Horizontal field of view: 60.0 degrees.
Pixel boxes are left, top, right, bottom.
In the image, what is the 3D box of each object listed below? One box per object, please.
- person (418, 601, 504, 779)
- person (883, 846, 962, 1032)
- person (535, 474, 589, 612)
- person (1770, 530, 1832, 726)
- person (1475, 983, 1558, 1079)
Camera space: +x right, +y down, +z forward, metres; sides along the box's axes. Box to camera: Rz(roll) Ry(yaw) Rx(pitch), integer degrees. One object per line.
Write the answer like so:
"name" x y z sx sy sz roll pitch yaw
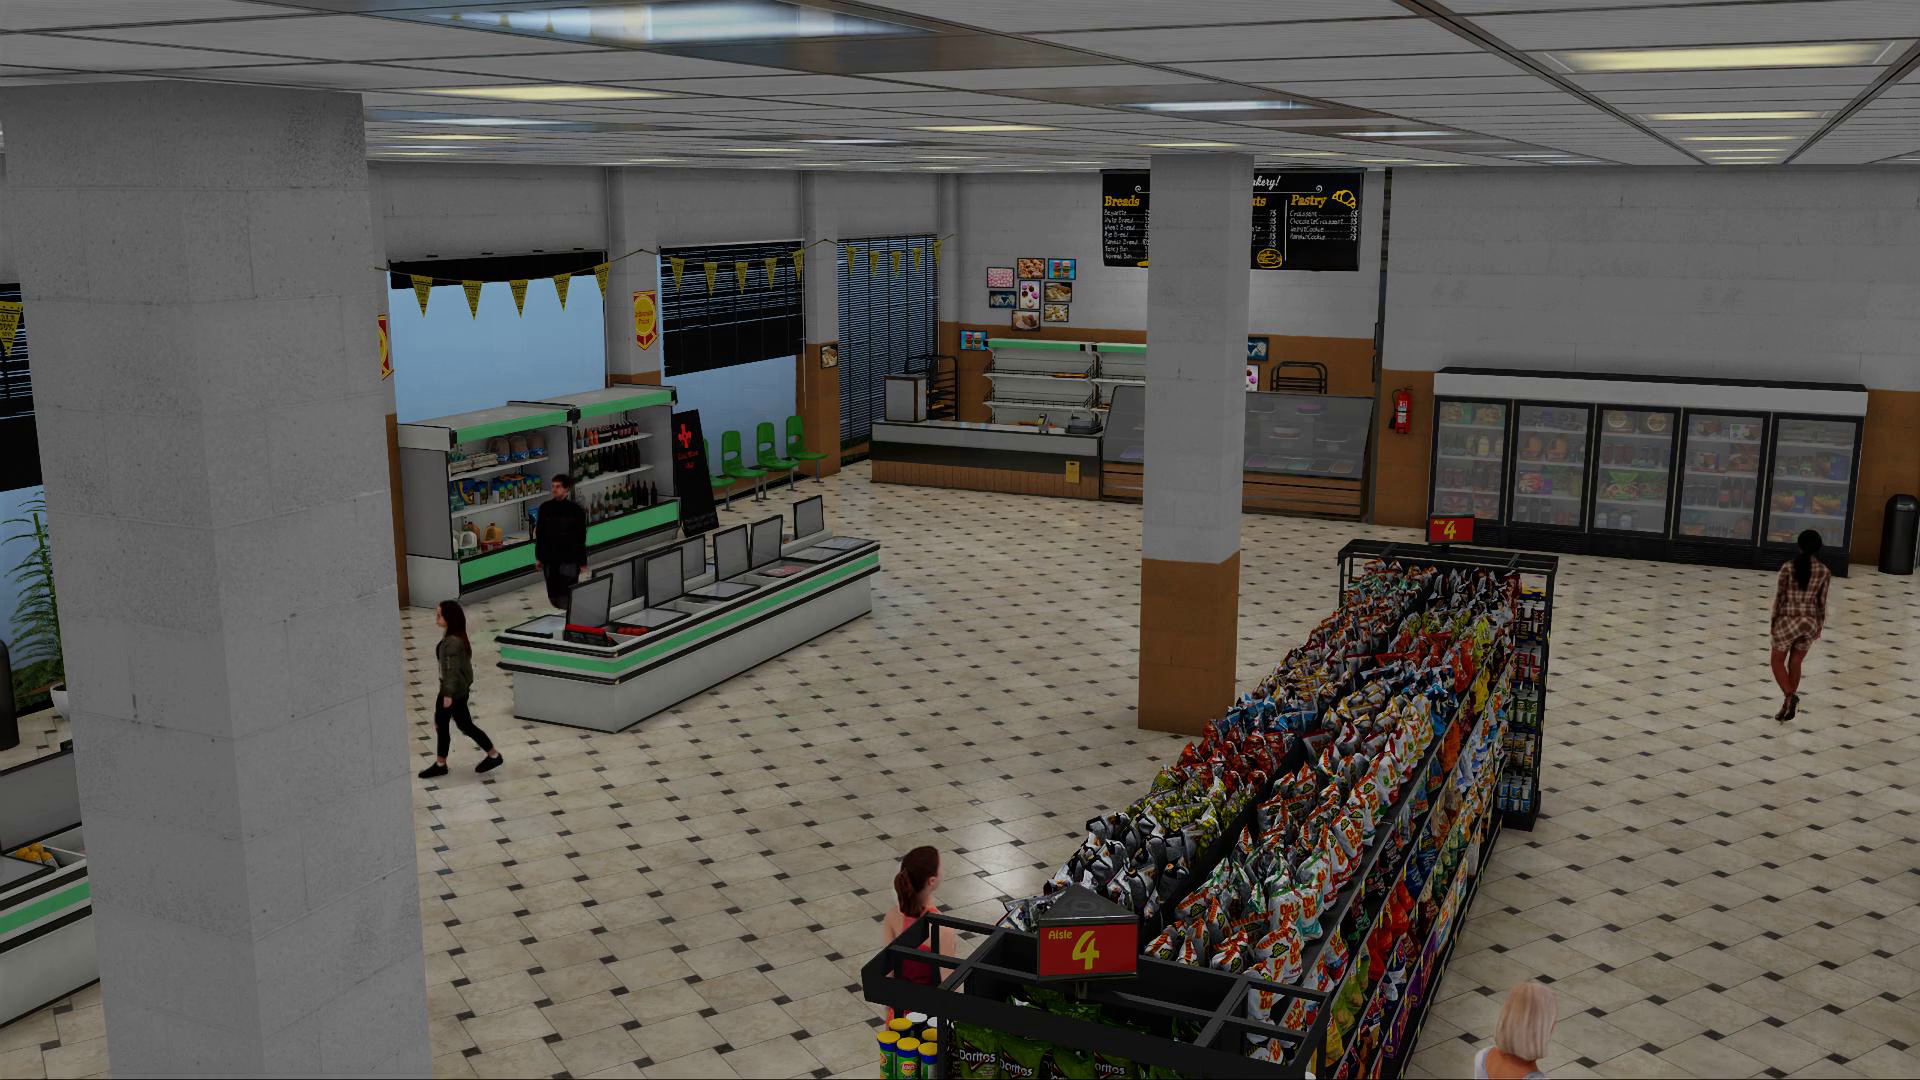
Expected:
"person" -4.008 1.214 13.441 0.987 1.458 0.907 -5 13 -22
"person" -0.175 2.258 7.771 0.581 1.752 0.554 7 14 29
"person" -4.087 0.212 17.335 0.719 1.815 1.012 5 13 22
"person" 7.356 0.814 14.576 0.697 1.773 0.840 2 12 10
"person" 2.138 2.539 6.440 0.679 1.749 0.644 -6 13 -28
